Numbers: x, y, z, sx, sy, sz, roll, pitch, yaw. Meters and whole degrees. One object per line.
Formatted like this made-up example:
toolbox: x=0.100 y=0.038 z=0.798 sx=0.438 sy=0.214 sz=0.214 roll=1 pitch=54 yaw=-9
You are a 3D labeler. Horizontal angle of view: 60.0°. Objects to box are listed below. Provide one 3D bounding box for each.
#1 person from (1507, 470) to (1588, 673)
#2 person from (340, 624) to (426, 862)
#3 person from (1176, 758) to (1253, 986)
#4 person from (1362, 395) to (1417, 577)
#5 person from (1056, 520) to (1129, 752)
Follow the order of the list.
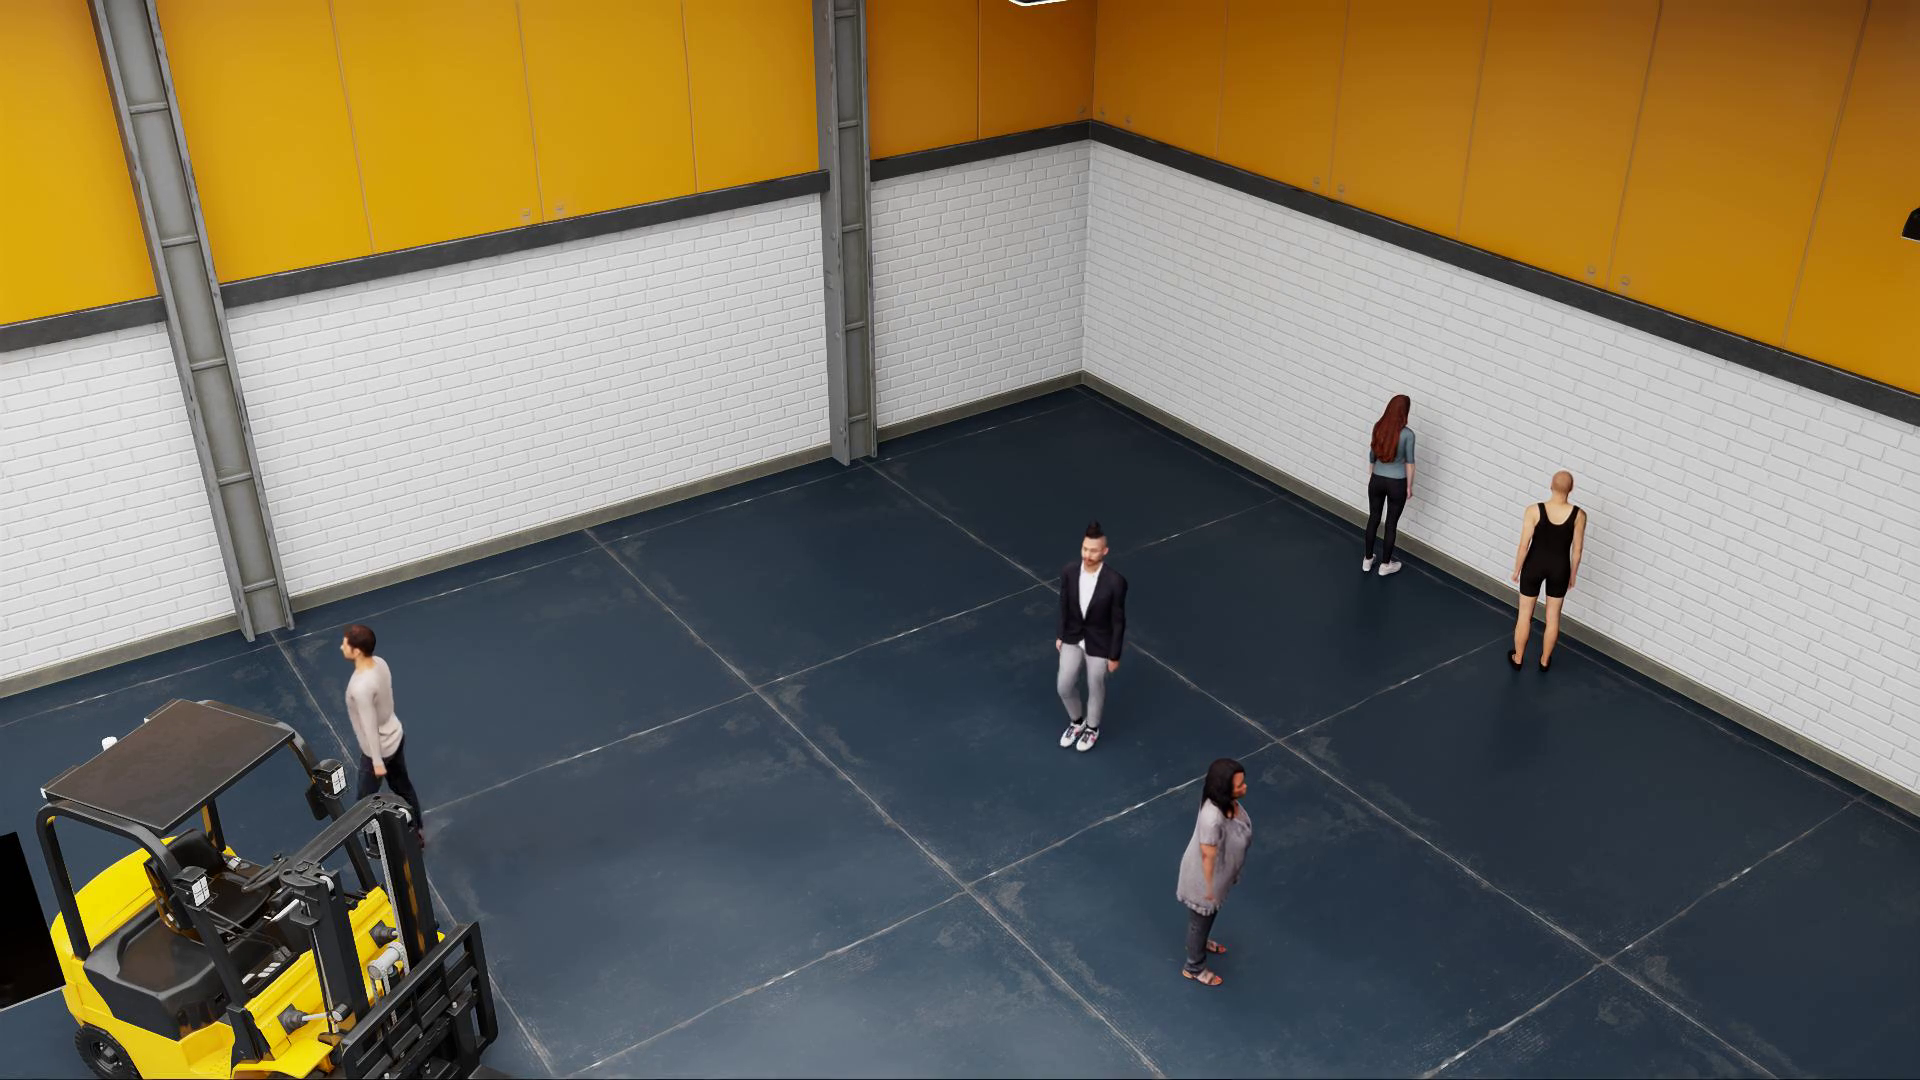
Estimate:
person: x=4.757 y=0.255 z=13.500 sx=0.695 sy=1.816 sz=0.748 roll=6 pitch=29 yaw=10
person: x=-3.873 y=1.397 z=11.367 sx=0.783 sy=1.854 sz=0.781 roll=-2 pitch=29 yaw=-3
person: x=1.574 y=2.038 z=10.449 sx=0.838 sy=1.609 sz=0.775 roll=7 pitch=29 yaw=12
person: x=3.855 y=-0.499 z=14.960 sx=0.641 sy=1.743 sz=0.619 roll=22 pitch=36 yaw=35
person: x=1.020 y=0.691 z=12.566 sx=0.836 sy=1.946 sz=0.831 roll=14 pitch=32 yaw=25
